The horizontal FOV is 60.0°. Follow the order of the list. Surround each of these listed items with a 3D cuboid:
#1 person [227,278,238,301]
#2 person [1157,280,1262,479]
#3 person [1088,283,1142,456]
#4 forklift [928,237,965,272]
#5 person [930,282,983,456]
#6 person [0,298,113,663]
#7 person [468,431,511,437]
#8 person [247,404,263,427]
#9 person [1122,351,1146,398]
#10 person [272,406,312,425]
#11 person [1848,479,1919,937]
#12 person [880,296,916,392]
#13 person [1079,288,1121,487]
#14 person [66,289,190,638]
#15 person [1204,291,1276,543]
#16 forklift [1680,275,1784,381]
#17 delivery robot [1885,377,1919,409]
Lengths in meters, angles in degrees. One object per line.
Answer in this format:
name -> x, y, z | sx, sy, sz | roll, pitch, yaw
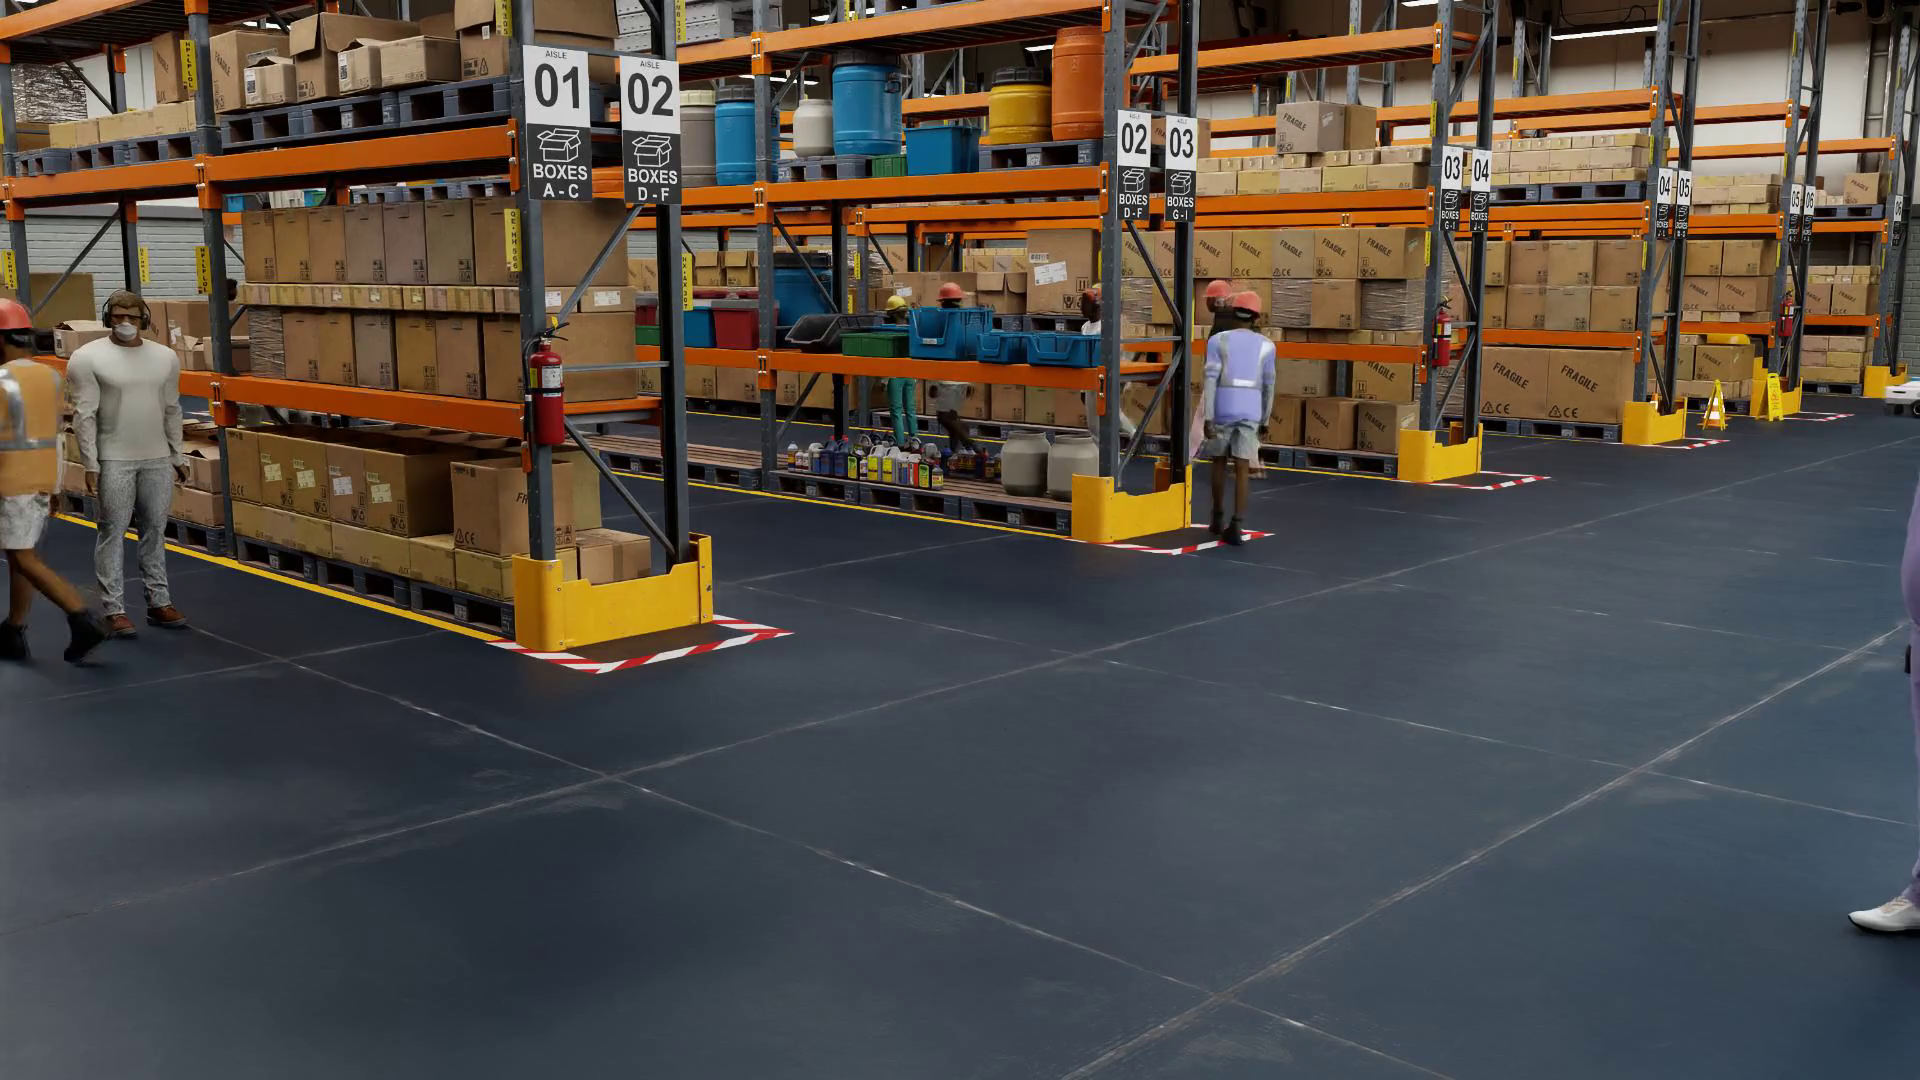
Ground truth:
person -> -12.327, -3.437, 27.882 | 0.940, 1.914, 0.615 | 6, 11, 33
person -> 2.507, -1.572, 16.332 | 1.034, 1.938, 0.619 | 4, 10, 24
person -> 1.590, -1.798, 17.820 | 0.706, 1.907, 0.602 | 9, 13, 43
forklift -> -0.326, -5.817, 39.609 | 1.129, 2.768, 1.873 | 9, 13, 43
person -> -0.022, -1.616, 16.679 | 0.626, 1.920, 0.572 | 7, 12, 38
person -> -4.850, -0.301, 8.659 | 0.862, 1.909, 0.559 | 1, 9, 8
person -> -3.953, -1.126, 13.920 | 0.600, 1.831, 0.404 | -9, 13, -43
person -> -7.707, -1.834, 18.201 | 0.515, 1.850, 0.551 | 5, 11, 29
person -> 2.301, -2.655, 23.141 | 0.633, 1.885, 1.025 | -7, 12, -37
person -> -6.968, -1.656, 17.219 | 0.620, 1.813, 0.493 | -6, 11, -33
person -> 2.948, 0.317, 4.847 | 0.399, 1.909, 0.642 | 0, 9, 0
person -> -0.668, -1.733, 17.857 | 0.330, 1.765, 0.533 | 8, 12, 40
person -> 1.299, -1.446, 15.785 | 0.362, 1.874, 0.591 | -4, 10, -22
person -> -4.673, -0.442, 9.415 | 0.379, 1.937, 0.629 | 7, 11, 35
person -> 2.124, -0.946, 12.677 | 0.574, 1.874, 0.758 | 0, 9, -2
forklift -> 12.480, -3.427, 27.053 | 1.214, 2.155, 2.313 | 9, 13, 43
delivery robot -> 13.336, -2.034, 23.238 | 0.477, 0.478, 0.707 | -5, 11, -30
